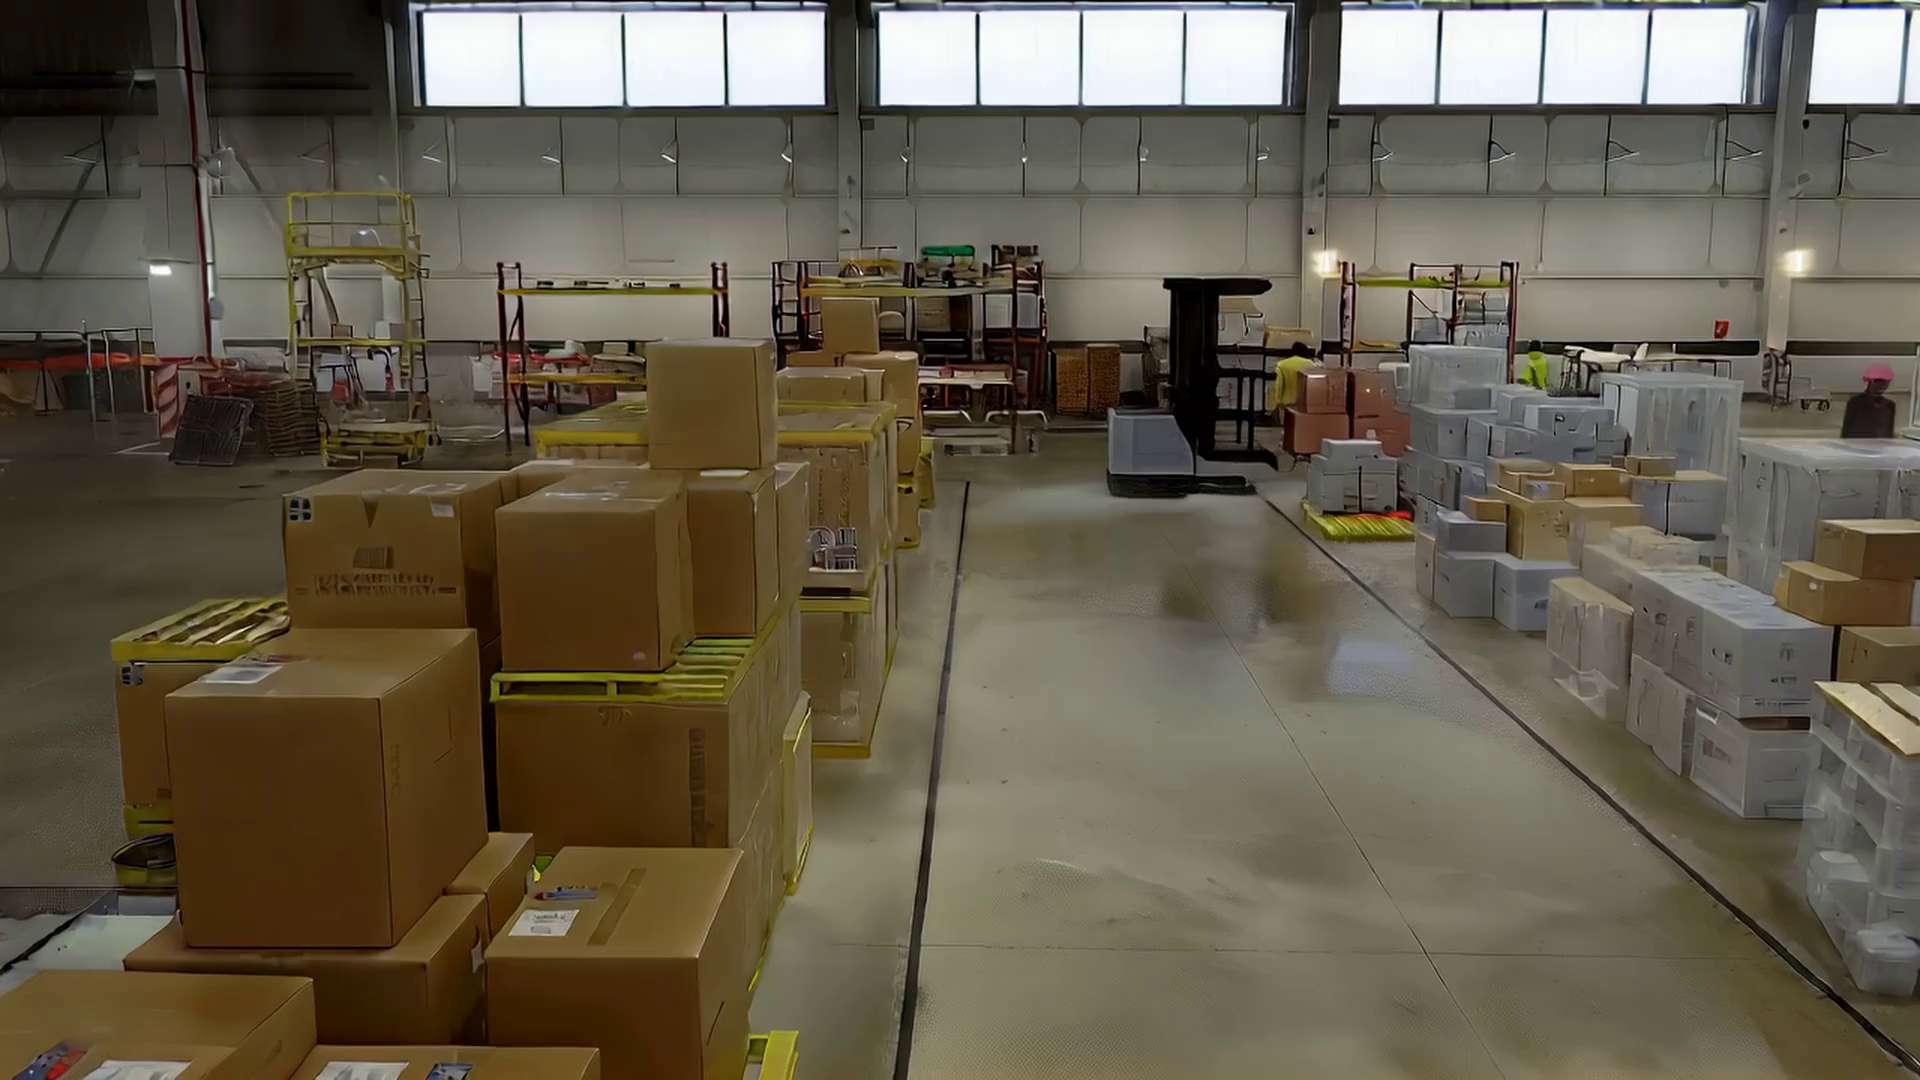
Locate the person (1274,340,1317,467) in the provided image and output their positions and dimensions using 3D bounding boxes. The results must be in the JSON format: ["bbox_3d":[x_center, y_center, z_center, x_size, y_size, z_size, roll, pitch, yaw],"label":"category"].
[{"bbox_3d":[4.932,-1.987,24.470,0.630,1.910,0.886,2,10,12],"label":"person"}]

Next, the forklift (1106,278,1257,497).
[{"bbox_3d":[2.884,-2.007,21.659,1.873,2.768,1.129,0,9,1],"label":"forklift"}]

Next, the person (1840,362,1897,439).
[{"bbox_3d":[9.664,-0.889,17.640,0.635,1.977,0.606,-3,10,-15],"label":"person"}]

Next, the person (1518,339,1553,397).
[{"bbox_3d":[8.539,-2.010,24.602,0.544,1.905,0.842,-5,11,-25],"label":"person"}]
